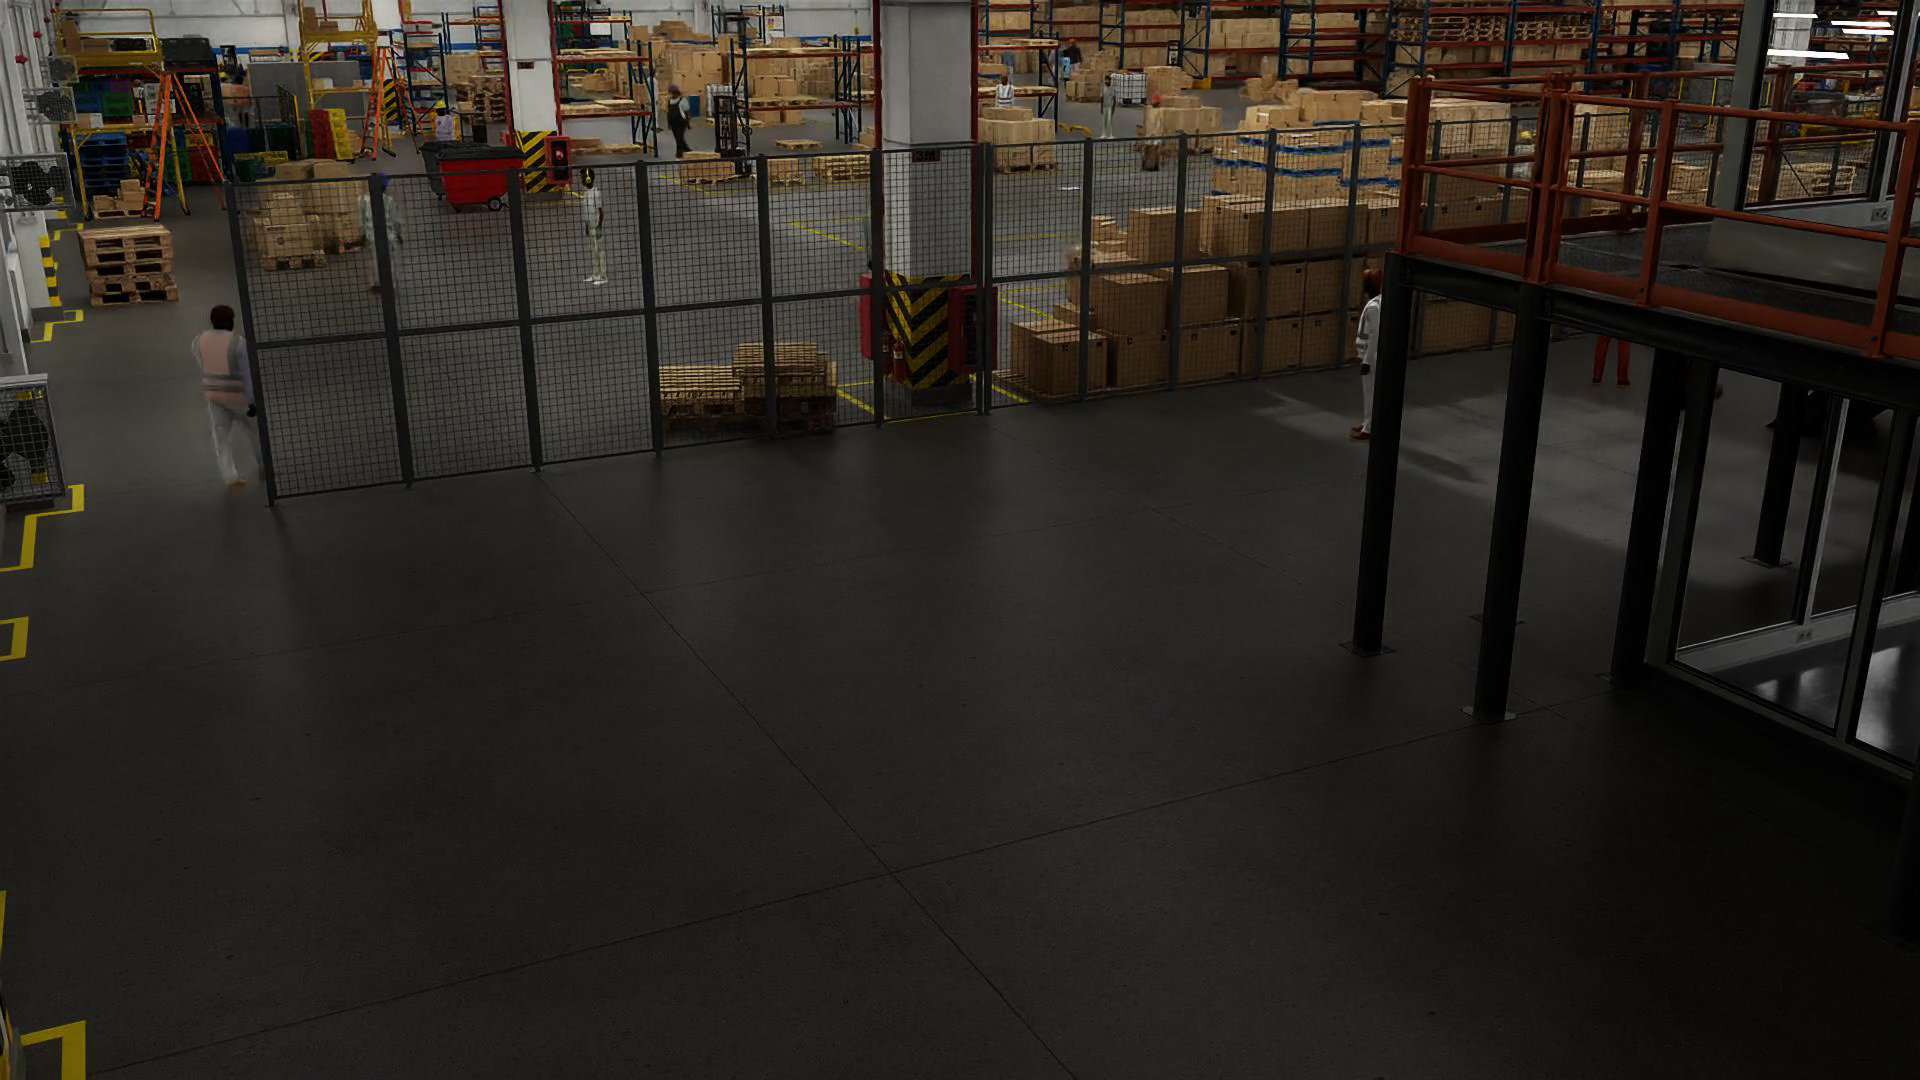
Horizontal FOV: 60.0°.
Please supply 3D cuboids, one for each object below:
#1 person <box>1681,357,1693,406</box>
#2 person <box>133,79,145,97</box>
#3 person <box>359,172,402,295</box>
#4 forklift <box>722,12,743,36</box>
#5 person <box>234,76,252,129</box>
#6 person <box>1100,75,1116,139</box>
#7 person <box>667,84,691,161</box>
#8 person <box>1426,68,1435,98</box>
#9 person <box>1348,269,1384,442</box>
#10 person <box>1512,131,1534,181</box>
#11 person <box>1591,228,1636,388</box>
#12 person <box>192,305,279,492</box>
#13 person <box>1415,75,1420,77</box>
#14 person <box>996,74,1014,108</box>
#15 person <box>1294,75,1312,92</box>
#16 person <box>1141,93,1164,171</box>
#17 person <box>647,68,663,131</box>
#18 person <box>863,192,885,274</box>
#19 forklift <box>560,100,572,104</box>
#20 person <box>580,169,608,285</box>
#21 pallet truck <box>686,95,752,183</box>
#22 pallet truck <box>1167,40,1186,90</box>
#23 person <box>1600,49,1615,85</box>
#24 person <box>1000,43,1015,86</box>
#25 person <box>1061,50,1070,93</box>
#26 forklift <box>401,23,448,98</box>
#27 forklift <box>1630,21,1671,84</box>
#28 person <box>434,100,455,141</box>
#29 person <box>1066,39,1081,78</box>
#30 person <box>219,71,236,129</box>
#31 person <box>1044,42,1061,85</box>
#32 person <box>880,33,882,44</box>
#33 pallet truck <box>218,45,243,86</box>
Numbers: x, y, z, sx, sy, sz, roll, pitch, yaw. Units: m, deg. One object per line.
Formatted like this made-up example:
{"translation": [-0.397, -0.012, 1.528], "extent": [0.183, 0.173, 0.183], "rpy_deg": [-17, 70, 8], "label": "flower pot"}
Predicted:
{"translation": [8.773, -2.511, 19.456], "extent": [0.561, 1.889, 0.986], "rpy_deg": [18, 26, 41], "label": "person"}
{"translation": [-25.337, -13.403, 51.414], "extent": [0.527, 1.631, 0.314], "rpy_deg": [6, 20, 16], "label": "person"}
{"translation": [-9.066, -4.776, 25.985], "extent": [0.698, 1.910, 0.492], "rpy_deg": [4, 19, 10], "label": "person"}
{"translation": [-11.002, -24.186, 80.781], "extent": [1.129, 2.768, 1.873], "rpy_deg": [-9, 21, -25], "label": "forklift"}
{"translation": [-22.575, -13.762, 52.390], "extent": [0.550, 1.664, 0.764], "rpy_deg": [-6, 20, -16], "label": "person"}
{"translation": [4.423, -12.931, 49.708], "extent": [0.501, 1.861, 0.333], "rpy_deg": [14, 24, 36], "label": "person"}
{"translation": [-7.444, -11.126, 44.191], "extent": [0.697, 2.000, 0.937], "rpy_deg": [12, 22, 31], "label": "person"}
{"translation": [16.094, -15.369, 57.094], "extent": [0.515, 1.641, 0.315], "rpy_deg": [-16, 24, -38], "label": "person"}
{"translation": [4.429, -1.991, 17.949], "extent": [0.362, 1.883, 0.575], "rpy_deg": [7, 20, 19], "label": "person"}
{"translation": [11.703, -7.632, 34.591], "extent": [0.502, 1.692, 0.912], "rpy_deg": [10, 22, 28], "label": "person"}
{"translation": [8.023, -2.846, 20.255], "extent": [0.612, 1.997, 0.375], "rpy_deg": [10, 21, 27], "label": "person"}
{"translation": [-7.141, -1.428, 16.421], "extent": [0.627, 1.810, 0.792], "rpy_deg": [2, 19, 5], "label": "person"}
{"translation": [14.025, -13.396, 51.183], "extent": [0.523, 1.769, 0.316], "rpy_deg": [-18, 26, -42], "label": "person"}
{"translation": [1.337, -12.965, 49.756], "extent": [0.574, 1.884, 0.358], "rpy_deg": [7, 20, 21], "label": "person"}
{"translation": [9.864, -12.420, 48.070], "extent": [0.641, 1.952, 0.454], "rpy_deg": [-9, 21, -25], "label": "person"}
{"translation": [4.808, -10.237, 41.807], "extent": [0.569, 1.920, 0.517], "rpy_deg": [17, 25, 40], "label": "person"}
{"translation": [-9.584, -13.806, 52.113], "extent": [0.365, 1.939, 0.636], "rpy_deg": [-11, 22, -28], "label": "person"}
{"translation": [-1.140, -4.140, 24.242], "extent": [0.429, 1.839, 0.633], "rpy_deg": [11, 22, 29], "label": "person"}
{"translation": [-15.608, -17.638, 61.798], "extent": [1.873, 2.768, 1.129], "rpy_deg": [-9, 21, -25], "label": "forklift"}
{"translation": [-5.928, -5.059, 26.873], "extent": [0.335, 1.865, 0.520], "rpy_deg": [-13, 23, -33], "label": "person"}
{"translation": [-5.836, -9.608, 39.856], "extent": [0.823, 1.965, 1.885], "rpy_deg": [10, 22, 27], "label": "pallet truck"}
{"translation": [9.045, -19.971, 69.895], "extent": [0.823, 1.965, 1.885], "rpy_deg": [-3, 19, -8], "label": "pallet truck"}
{"translation": [27.062, -19.682, 69.571], "extent": [0.857, 1.646, 0.550], "rpy_deg": [-12, 23, -32], "label": "person"}
{"translation": [1.988, -19.574, 68.834], "extent": [0.627, 1.940, 0.372], "rpy_deg": [3, 19, 10], "label": "person"}
{"translation": [4.331, -19.196, 68.100], "extent": [0.318, 1.699, 0.534], "rpy_deg": [7, 20, 21], "label": "person"}
{"translation": [-21.323, -18.794, 65.151], "extent": [1.873, 2.768, 1.129], "rpy_deg": [6, 20, 18], "label": "forklift"}
{"translation": [28.499, -19.834, 68.164], "extent": [1.873, 2.768, 1.129], "rpy_deg": [-9, 21, -25], "label": "forklift"}
{"translation": [-12.253, -9.461, 39.533], "extent": [0.595, 1.925, 0.373], "rpy_deg": [12, 22, 30], "label": "person"}
{"translation": [4.949, -20.768, 72.256], "extent": [0.676, 1.965, 0.653], "rpy_deg": [-3, 19, -9], "label": "person"}
{"translation": [-22.293, -13.238, 50.503], "extent": [0.414, 1.911, 0.606], "rpy_deg": [17, 26, 41], "label": "person"}
{"translation": [4.066, -20.811, 72.650], "extent": [0.973, 1.789, 0.659], "rpy_deg": [-9, 21, -24], "label": "person"}
{"translation": [-3.775, -23.953, 81.527], "extent": [0.543, 1.939, 0.360], "rpy_deg": [7, 20, 19], "label": "person"}
{"translation": [-28.879, -18.665, 66.111], "extent": [0.823, 1.965, 1.885], "rpy_deg": [-3, 19, -9], "label": "pallet truck"}
